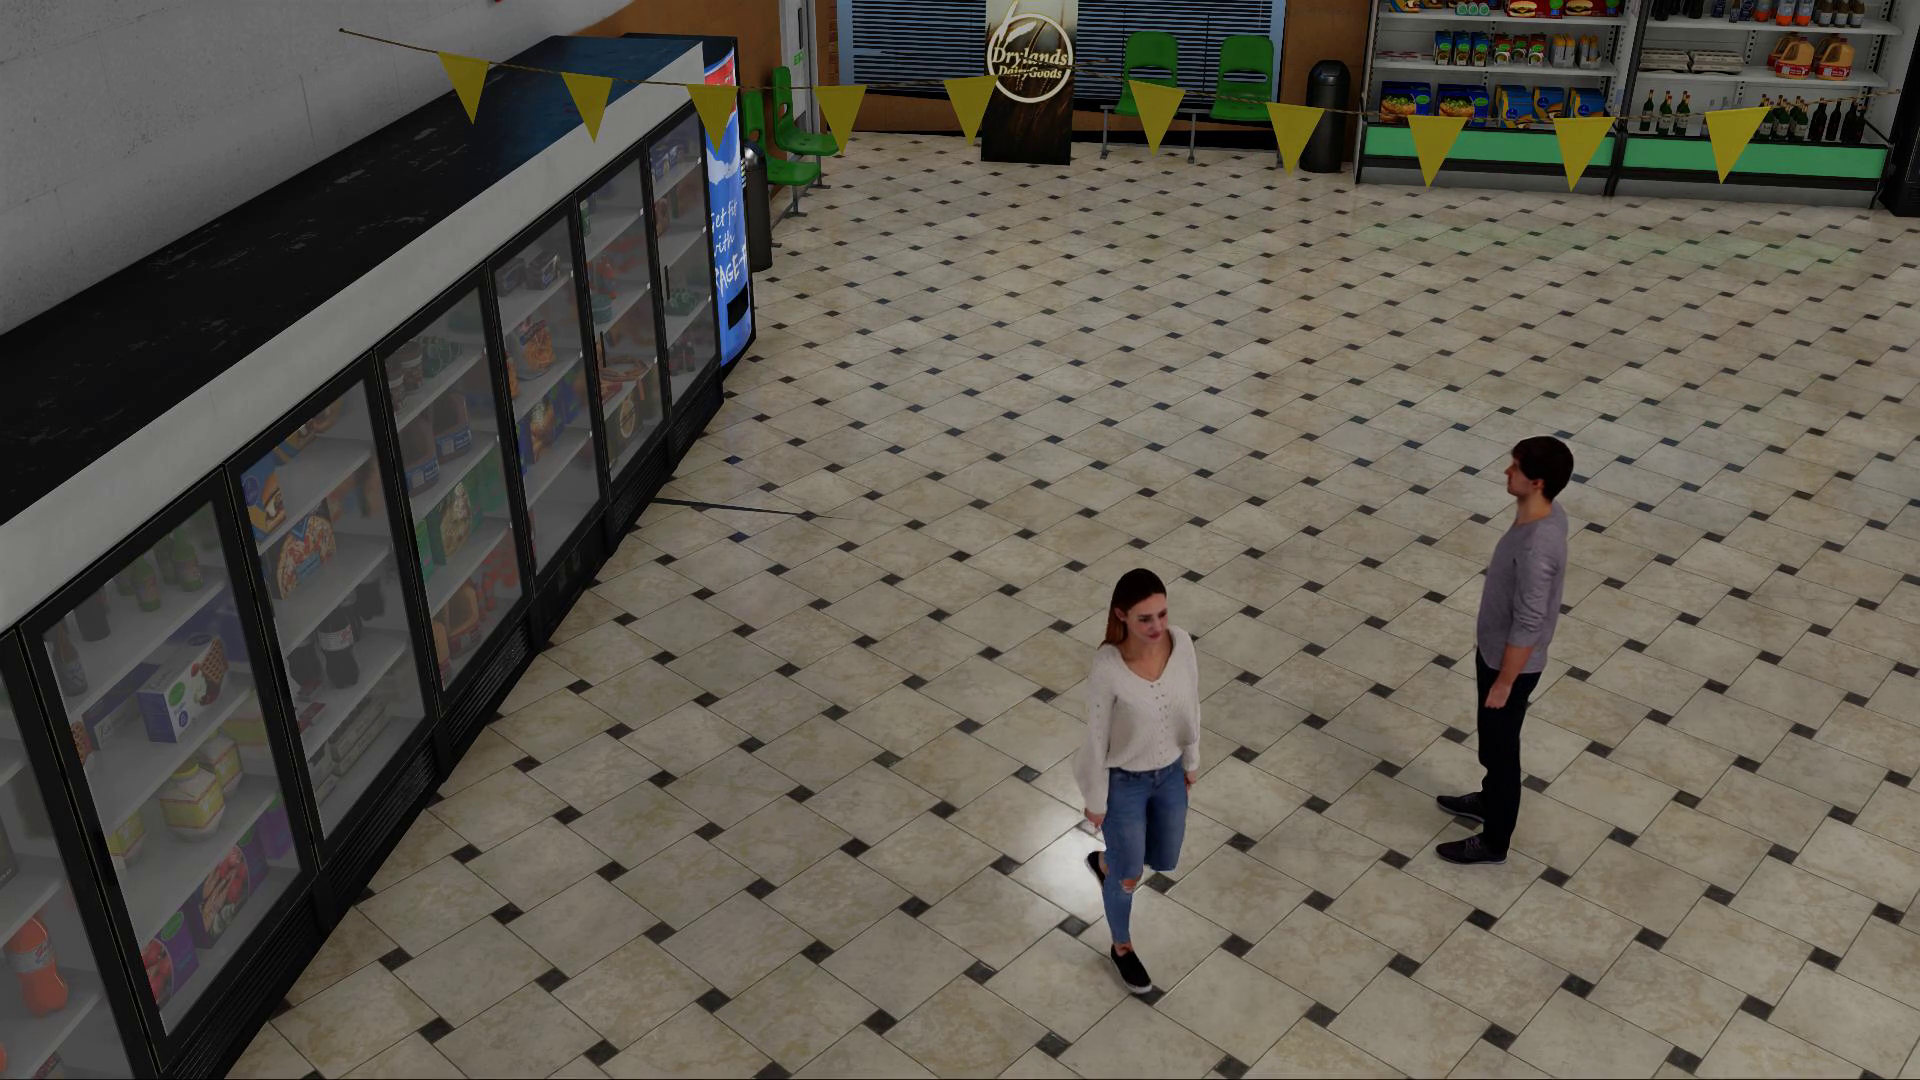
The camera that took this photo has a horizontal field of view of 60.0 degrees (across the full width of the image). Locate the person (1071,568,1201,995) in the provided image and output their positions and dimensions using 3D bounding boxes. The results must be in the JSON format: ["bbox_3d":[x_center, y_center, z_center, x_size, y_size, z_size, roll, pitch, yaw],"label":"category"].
[{"bbox_3d":[0.590,0.816,5.920,0.863,1.681,0.911,-14,32,-24],"label":"person"}]

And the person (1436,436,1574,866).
[{"bbox_3d":[2.142,0.436,6.447,0.566,1.843,0.677,8,30,15],"label":"person"}]
